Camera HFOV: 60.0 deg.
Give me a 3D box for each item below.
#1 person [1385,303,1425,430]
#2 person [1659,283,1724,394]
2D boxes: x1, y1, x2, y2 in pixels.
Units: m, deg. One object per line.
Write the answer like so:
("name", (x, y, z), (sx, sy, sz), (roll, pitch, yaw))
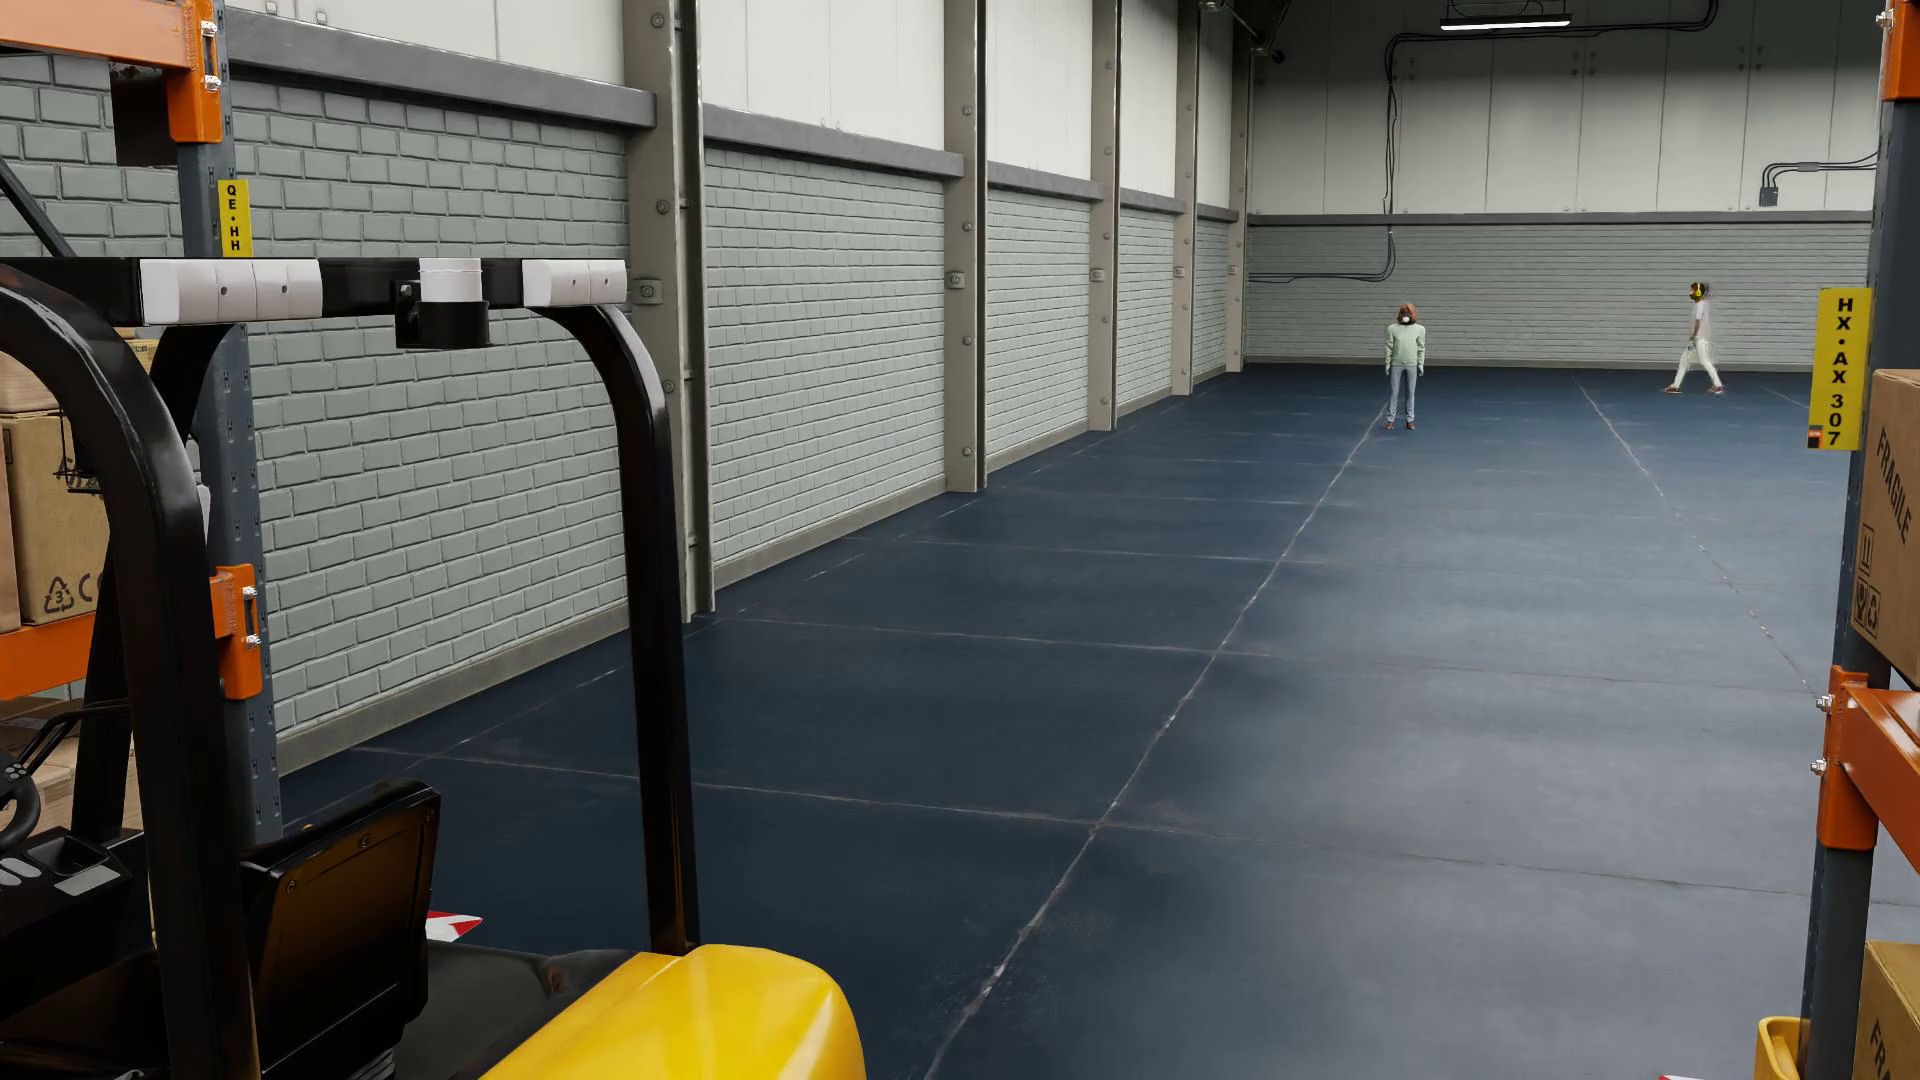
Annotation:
("person", (5.737, -2.237, 21.471), (0.499, 1.633, 0.279), (2, 10, 11))
("person", (12.082, -3.295, 27.233), (0.967, 1.827, 0.538), (3, 10, 18))
